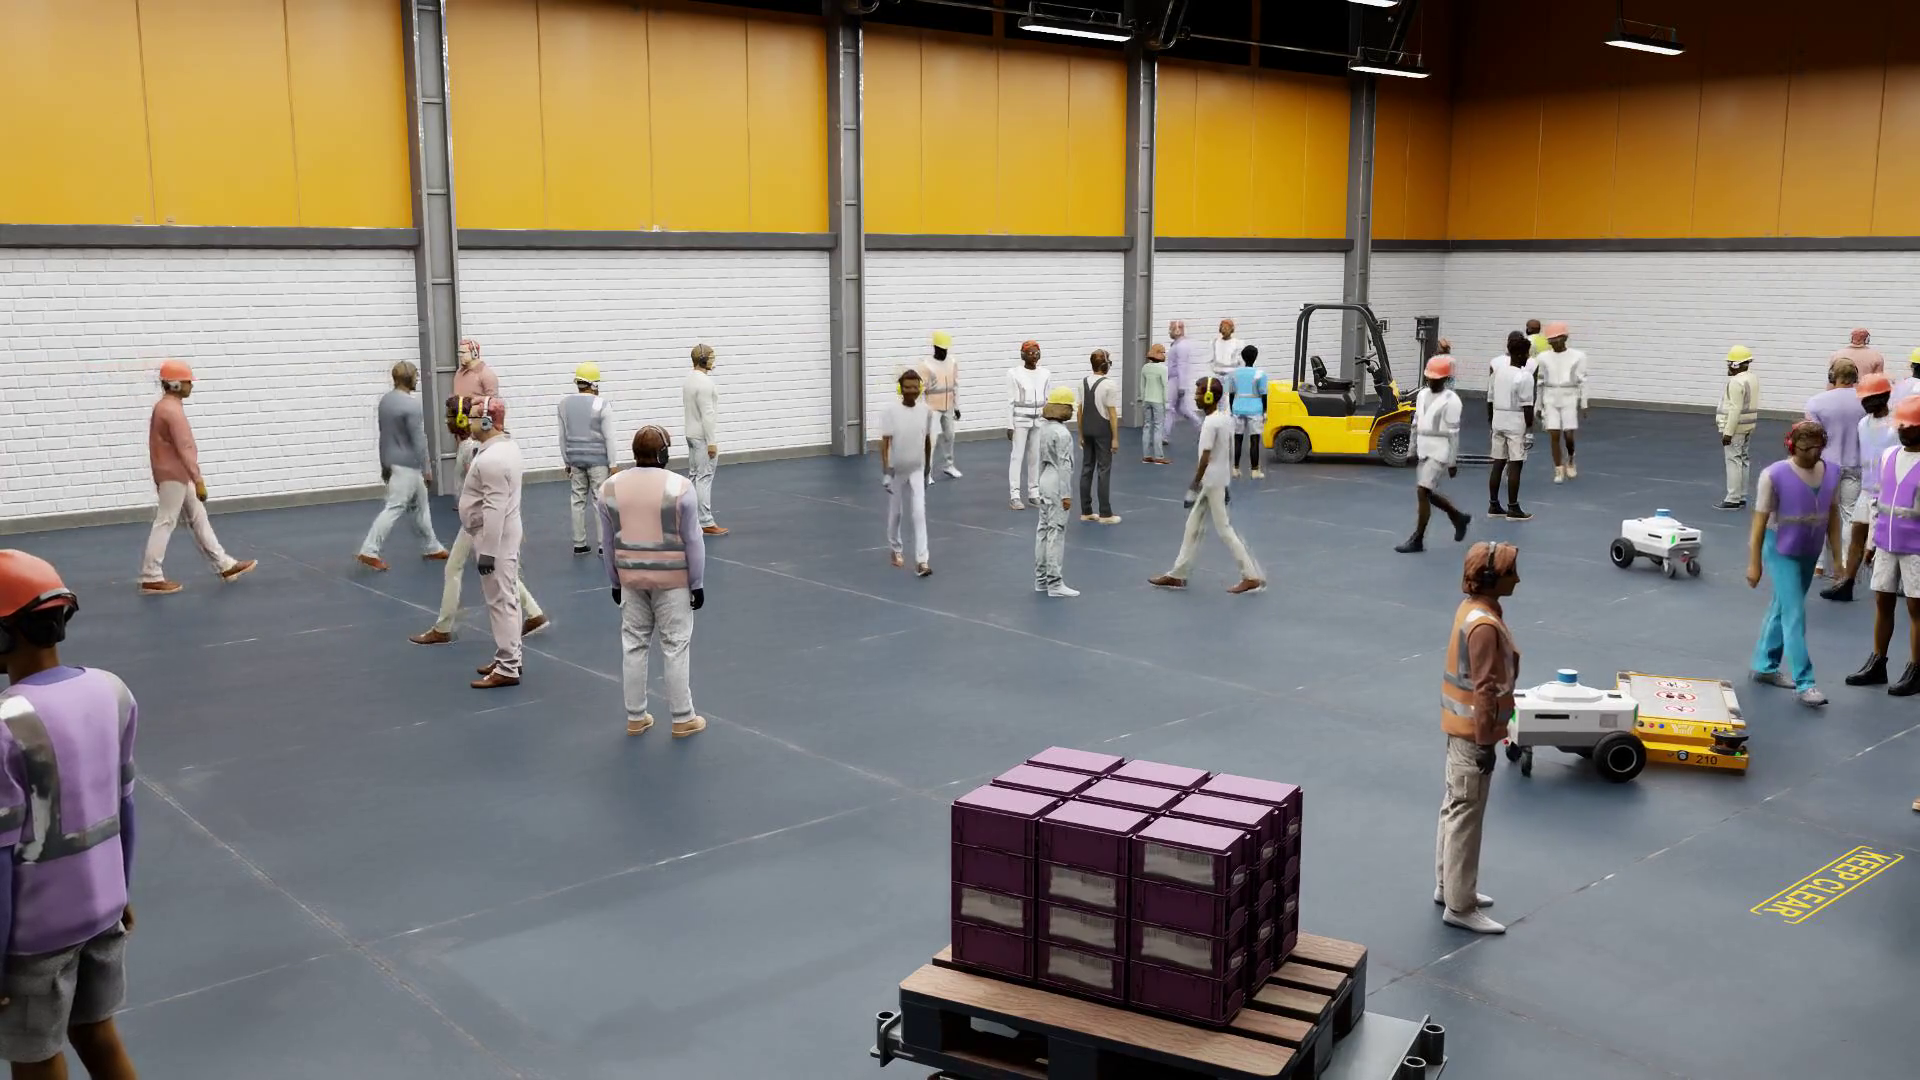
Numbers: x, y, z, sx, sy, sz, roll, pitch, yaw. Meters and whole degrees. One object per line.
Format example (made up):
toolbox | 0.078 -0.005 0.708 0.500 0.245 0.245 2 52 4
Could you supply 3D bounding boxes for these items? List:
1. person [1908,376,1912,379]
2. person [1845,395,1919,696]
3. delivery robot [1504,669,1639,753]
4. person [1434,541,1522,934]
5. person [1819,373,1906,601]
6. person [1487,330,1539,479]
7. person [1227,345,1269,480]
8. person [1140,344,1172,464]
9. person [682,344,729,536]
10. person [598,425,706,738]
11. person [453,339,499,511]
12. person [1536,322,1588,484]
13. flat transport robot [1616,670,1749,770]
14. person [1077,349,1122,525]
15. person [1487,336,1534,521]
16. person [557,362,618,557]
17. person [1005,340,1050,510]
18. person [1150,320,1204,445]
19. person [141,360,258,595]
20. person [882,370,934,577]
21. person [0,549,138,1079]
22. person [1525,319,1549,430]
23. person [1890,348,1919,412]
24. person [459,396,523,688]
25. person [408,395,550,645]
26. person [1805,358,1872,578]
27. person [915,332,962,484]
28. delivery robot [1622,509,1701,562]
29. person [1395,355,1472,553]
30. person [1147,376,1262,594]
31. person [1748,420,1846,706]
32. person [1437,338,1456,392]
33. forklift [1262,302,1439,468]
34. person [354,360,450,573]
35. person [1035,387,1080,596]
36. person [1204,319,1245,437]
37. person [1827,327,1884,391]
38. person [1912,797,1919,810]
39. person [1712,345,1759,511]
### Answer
person | 11.875 -1.482 20.496 0.379 1.622 0.504 -4 11 -23
person | 6.071 0.032 10.704 0.364 1.936 0.542 -4 11 -24
delivery robot | 3.306 0.950 9.091 0.707 0.478 0.477 0 10 2
person | 2.179 0.812 7.005 0.314 1.639 0.517 2 10 11
person | 7.552 -0.428 13.624 1.044 1.870 0.556 -4 11 -24
person | 6.872 -1.654 20.715 0.593 1.888 0.490 2 10 14
person | 3.644 -1.611 21.010 0.541 1.700 0.316 6 11 32
person | 2.657 -1.844 22.575 0.285 1.632 0.499 -7 12 -37
person | -2.594 -1.010 16.797 0.373 1.940 0.629 -5 11 -27
person | -1.777 0.244 9.739 0.626 1.844 0.429 2 10 13
person | -5.355 -1.247 18.277 0.653 1.906 0.408 7 12 36
person | 7.445 -1.694 20.611 0.662 2.006 0.473 6 11 29
flat transport robot | 4.203 1.027 9.746 0.652 0.197 1.431 4 10 20
person | 1.454 -1.082 17.493 0.351 1.847 0.507 -9 14 -44
person | 5.903 -1.193 17.786 0.361 1.963 0.612 -5 11 -25
person | -3.456 -0.748 15.571 0.593 1.833 0.404 3 10 19
person | 0.768 -1.283 18.560 0.573 1.883 0.353 -5 11 -28
person | 3.287 -2.342 24.779 0.867 1.877 0.653 1 10 6
person | -6.448 -0.533 13.960 0.994 1.943 0.660 -6 11 -31
person | -0.464 -0.602 14.777 0.504 1.821 0.998 -2 10 -14
person | -2.522 1.032 4.598 0.408 2.029 0.614 1 10 7
person | 9.191 -2.632 26.658 0.627 1.823 0.720 -6 12 -33
person | 9.476 -0.959 16.531 0.381 1.924 0.594 0 10 -1
person | -3.069 0.011 10.918 0.408 1.908 0.641 -1 10 -8
person | -3.499 -0.148 12.102 0.978 1.828 0.549 -1 10 -9
person | 7.656 -0.618 14.521 0.628 1.935 0.373 1 10 7
person | -0.256 -1.661 20.818 0.772 1.880 0.558 -8 13 -41
delivery robot | 6.255 -0.032 14.845 0.477 0.478 0.707 -3 10 -17
person | 4.565 -0.819 15.793 0.789 1.904 0.579 -3 10 -18
person | 2.094 -0.449 13.892 0.974 1.829 0.526 2 10 11
person | 5.311 0.136 10.511 0.553 1.790 0.873 -3 10 -19
person | 6.934 -2.091 24.000 0.310 1.641 0.515 -4 10 -22
forklift | 5.320 -2.157 22.763 2.313 2.155 1.214 3 10 16
person | -5.030 -0.667 14.945 1.022 1.896 0.647 -8 13 -40
person | 0.817 -0.406 13.848 0.323 1.738 0.488 -3 10 -19
person | 4.015 -2.441 25.457 0.591 1.845 0.896 6 11 31
person | 11.569 -1.799 21.510 0.651 1.906 0.404 6 12 33
person | 5.098 0.429 8.207 0.397 1.991 0.623 -8 12 -38
person | 8.601 -1.239 18.449 0.403 1.830 0.598 9 13 42
